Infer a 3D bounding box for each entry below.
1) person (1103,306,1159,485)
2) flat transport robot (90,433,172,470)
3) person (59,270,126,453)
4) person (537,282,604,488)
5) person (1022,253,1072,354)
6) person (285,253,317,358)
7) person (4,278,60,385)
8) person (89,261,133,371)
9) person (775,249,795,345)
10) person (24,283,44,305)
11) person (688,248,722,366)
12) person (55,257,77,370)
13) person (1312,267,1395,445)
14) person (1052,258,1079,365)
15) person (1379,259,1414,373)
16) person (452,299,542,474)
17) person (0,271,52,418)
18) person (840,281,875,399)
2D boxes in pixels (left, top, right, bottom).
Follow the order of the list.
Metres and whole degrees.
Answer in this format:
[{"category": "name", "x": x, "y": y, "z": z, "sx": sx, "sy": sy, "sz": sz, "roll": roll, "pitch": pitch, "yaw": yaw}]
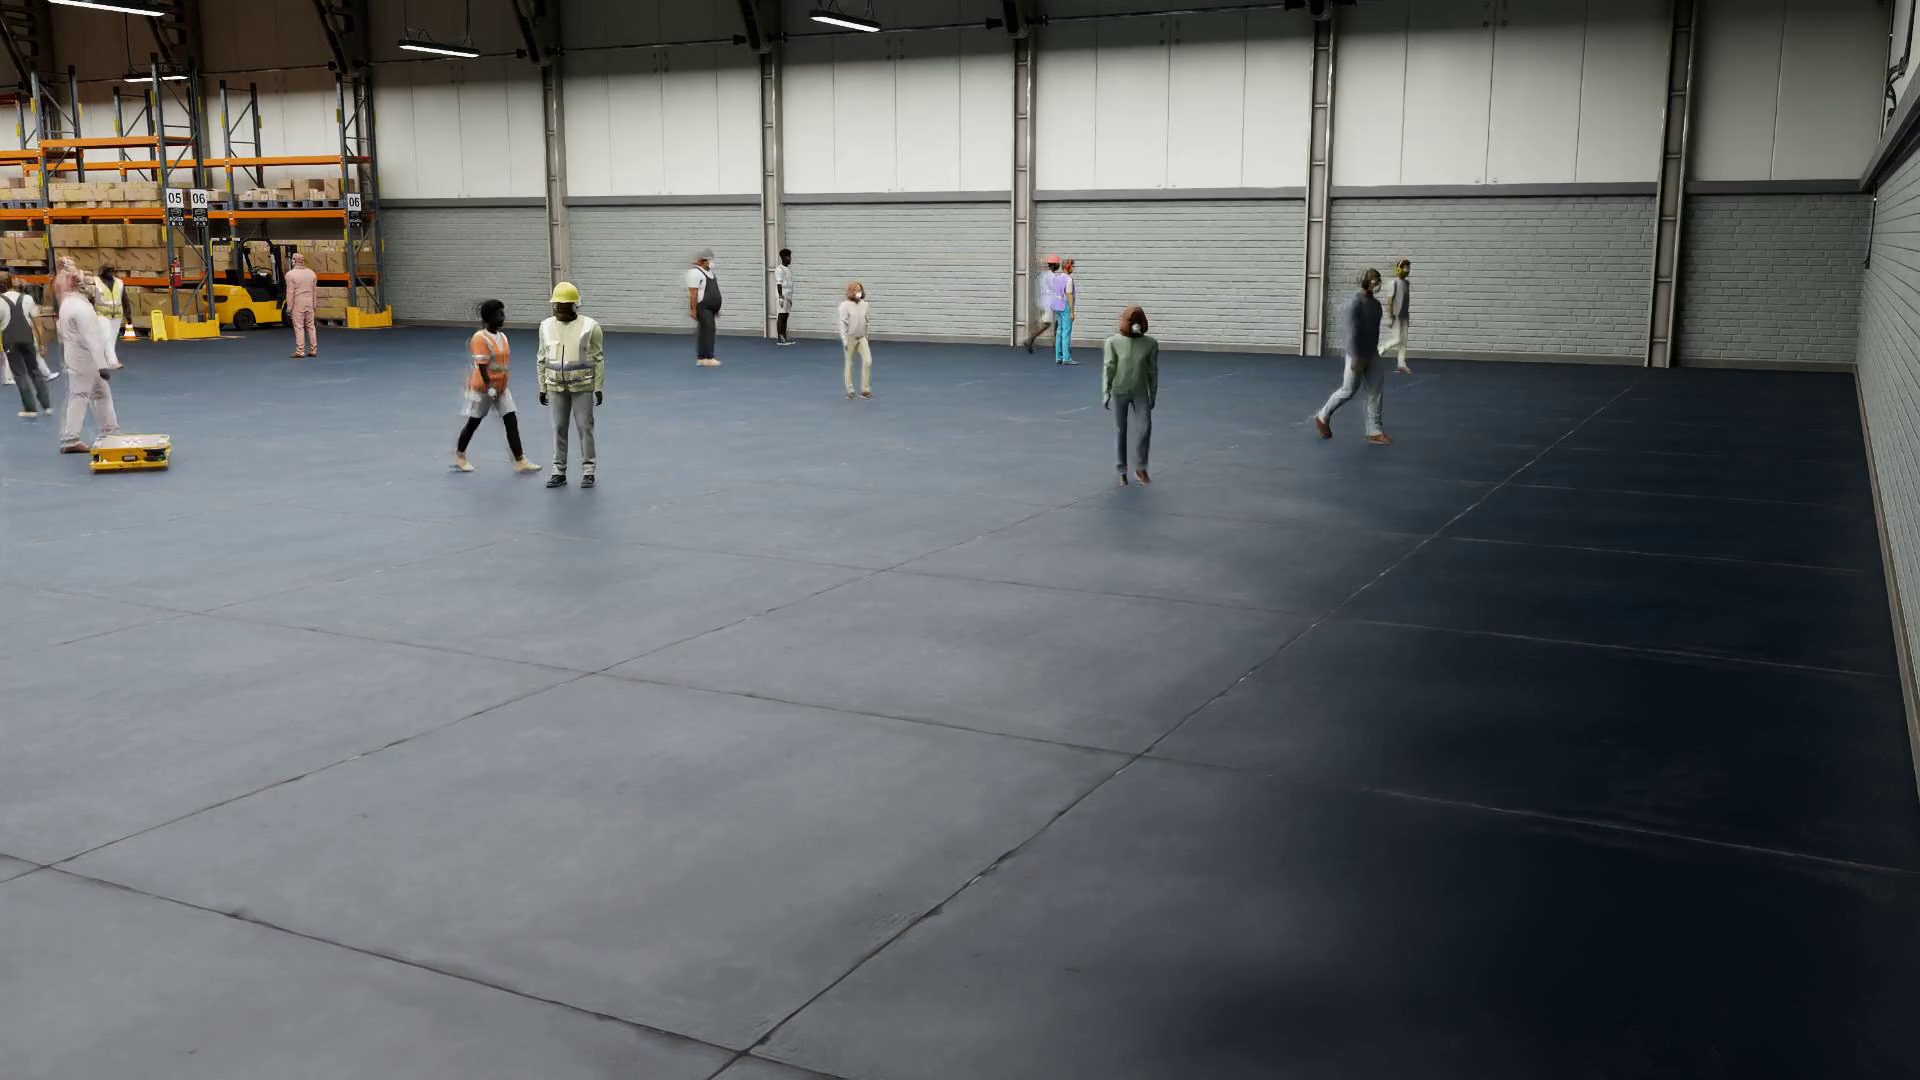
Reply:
[{"category": "person", "x": 1.527, "y": -1.281, "z": 14.895, "sx": 0.518, "sy": 1.620, "sz": 0.463, "roll": -1, "pitch": 10, "yaw": -4}, {"category": "flat transport robot", "x": -8.153, "y": -0.881, "z": 16.377, "sx": 0.652, "sy": 0.197, "sz": 1.431, "roll": -4, "pitch": 11, "yaw": -23}, {"category": "person", "x": -8.957, "y": -1.847, "z": 17.271, "sx": 0.874, "sy": 1.871, "sz": 0.672, "roll": -8, "pitch": 13, "yaw": -36}, {"category": "person", "x": -3.471, "y": -1.372, "z": 14.800, "sx": 0.601, "sy": 1.828, "sz": 0.404, "roll": 1, "pitch": 10, "yaw": 5}, {"category": "person", "x": 1.642, "y": -4.455, "z": 31.426, "sx": 0.886, "sy": 1.912, "sz": 0.561, "roll": 0, "pitch": 10, "yaw": -1}, {"category": "person", "x": -12.121, "y": -4.301, "z": 30.568, "sx": 0.408, "sy": 1.908, "sz": 0.645, "roll": 6, "pitch": 12, "yaw": 28}, {"category": "person", "x": -14.134, "y": -3.147, "z": 25.124, "sx": 0.519, "sy": 1.596, "sz": 0.836, "roll": 4, "pitch": 11, "yaw": 21}, {"category": "person", "x": -13.998, "y": -3.685, "z": 27.478, "sx": 0.911, "sy": 1.800, "sz": 0.638, "roll": 7, "pitch": 13, "yaw": 35}, {"category": "person", "x": -3.605, "y": -5.003, "z": 34.227, "sx": 0.373, "sy": 1.966, "sz": 0.607, "roll": 3, "pitch": 11, "yaw": 15}, {"category": "person", "x": -24.857, "y": -6.855, "z": 44.476, "sx": 0.573, "sy": 1.910, "sz": 0.620, "roll": 1, "pitch": 10, "yaw": 8}, {"category": "person", "x": -4.270, "y": -3.994, "z": 28.523, "sx": 0.703, "sy": 2.000, "sz": 0.712, "roll": 3, "pitch": 11, "yaw": 16}, {"category": "person", "x": -14.404, "y": -3.625, "z": 26.966, "sx": 0.395, "sy": 1.899, "sz": 0.682, "roll": -5, "pitch": 12, "yaw": -27}, {"category": "person", "x": 4.301, "y": -2.001, "z": 18.044, "sx": 0.632, "sy": 1.909, "sz": 0.908, "roll": -9, "pitch": 14, "yaw": -41}, {"category": "person", "x": 1.817, "y": -3.956, "z": 28.863, "sx": 0.390, "sy": 1.840, "sz": 0.565, "roll": -4, "pitch": 11, "yaw": -23}, {"category": "person", "x": 7.169, "y": -3.668, "z": 27.256, "sx": 0.535, "sy": 1.855, "sz": 0.625, "roll": -9, "pitch": 14, "yaw": -40}, {"category": "person", "x": -4.437, "y": -1.438, "z": 15.663, "sx": 0.908, "sy": 1.653, "sz": 0.535, "roll": 4, "pitch": 11, "yaw": 20}, {"category": "person", "x": -11.575, "y": -2.394, "z": 20.438, "sx": 0.380, "sy": 1.811, "sz": 0.567, "roll": 9, "pitch": 13, "yaw": 39}, {"category": "person", "x": -1.388, "y": -2.710, "z": 22.676, "sx": 0.516, "sy": 1.607, "sz": 0.629, "roll": -8, "pitch": 13, "yaw": -36}]
